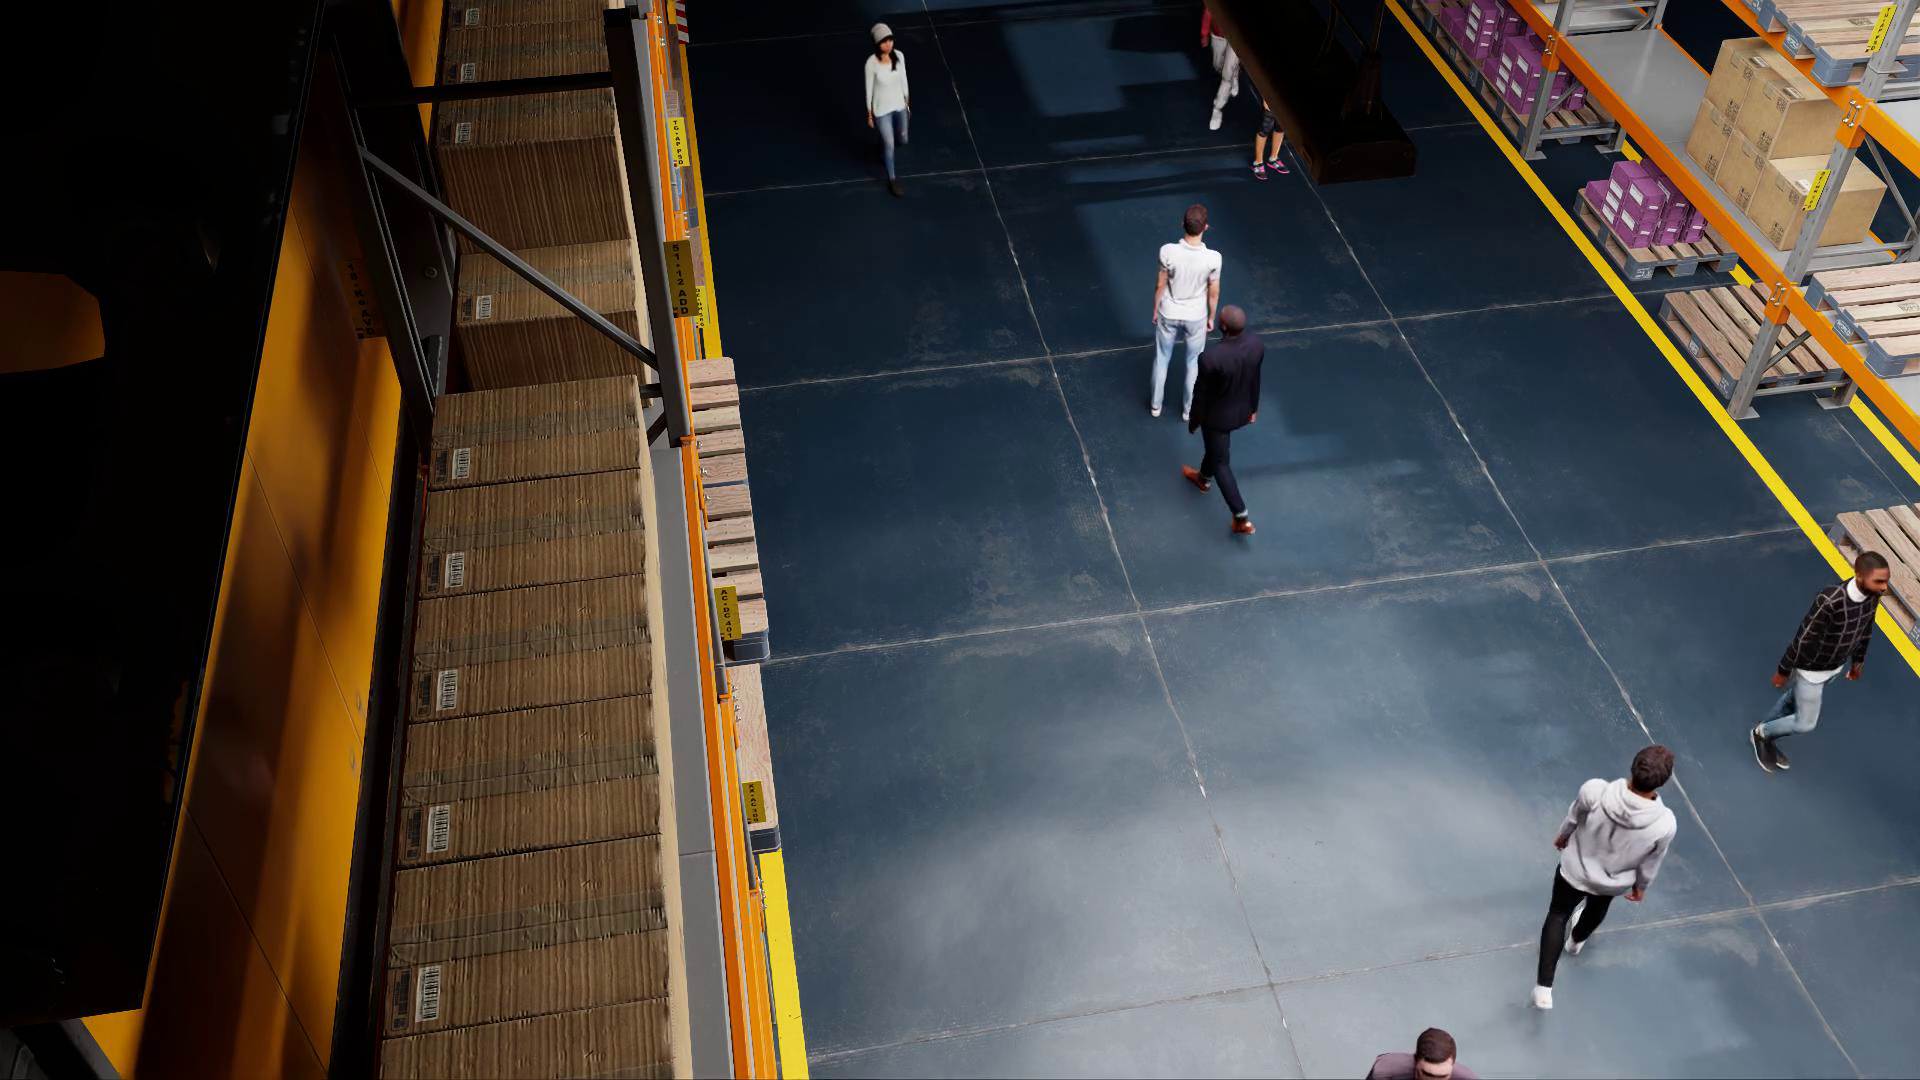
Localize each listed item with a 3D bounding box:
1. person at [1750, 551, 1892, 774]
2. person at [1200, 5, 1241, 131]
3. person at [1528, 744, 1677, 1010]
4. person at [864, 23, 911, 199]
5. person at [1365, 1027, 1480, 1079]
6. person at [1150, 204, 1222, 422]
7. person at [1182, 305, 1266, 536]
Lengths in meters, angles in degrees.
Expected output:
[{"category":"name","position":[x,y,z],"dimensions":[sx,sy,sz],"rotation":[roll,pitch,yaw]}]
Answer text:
[{"category":"person","position":[5.186,0.680,10.190],"dimensions":[0.771,1.810,0.738],"rotation":[-18,47,-18]},{"category":"person","position":[2.641,-4.972,16.139],"dimensions":[1.055,1.789,1.237],"rotation":[13,45,13]},{"category":"person","position":[3.404,1.822,8.924],"dimensions":[1.080,1.903,1.248],"rotation":[18,46,18]},{"category":"person","position":[-0.687,-3.971,15.199],"dimensions":[0.777,1.635,0.945],"rotation":[-24,49,-23]},{"category":"person","position":[2.085,2.864,7.872],"dimensions":[0.760,1.846,0.675],"rotation":[2,44,2]},{"category":"person","position":[1.695,-1.713,12.672],"dimensions":[0.694,1.850,0.648],"rotation":[6,44,7]},{"category":"person","position":[1.928,-0.820,11.786],"dimensions":[1.013,1.780,1.276],"rotation":[-23,48,-23]}]
